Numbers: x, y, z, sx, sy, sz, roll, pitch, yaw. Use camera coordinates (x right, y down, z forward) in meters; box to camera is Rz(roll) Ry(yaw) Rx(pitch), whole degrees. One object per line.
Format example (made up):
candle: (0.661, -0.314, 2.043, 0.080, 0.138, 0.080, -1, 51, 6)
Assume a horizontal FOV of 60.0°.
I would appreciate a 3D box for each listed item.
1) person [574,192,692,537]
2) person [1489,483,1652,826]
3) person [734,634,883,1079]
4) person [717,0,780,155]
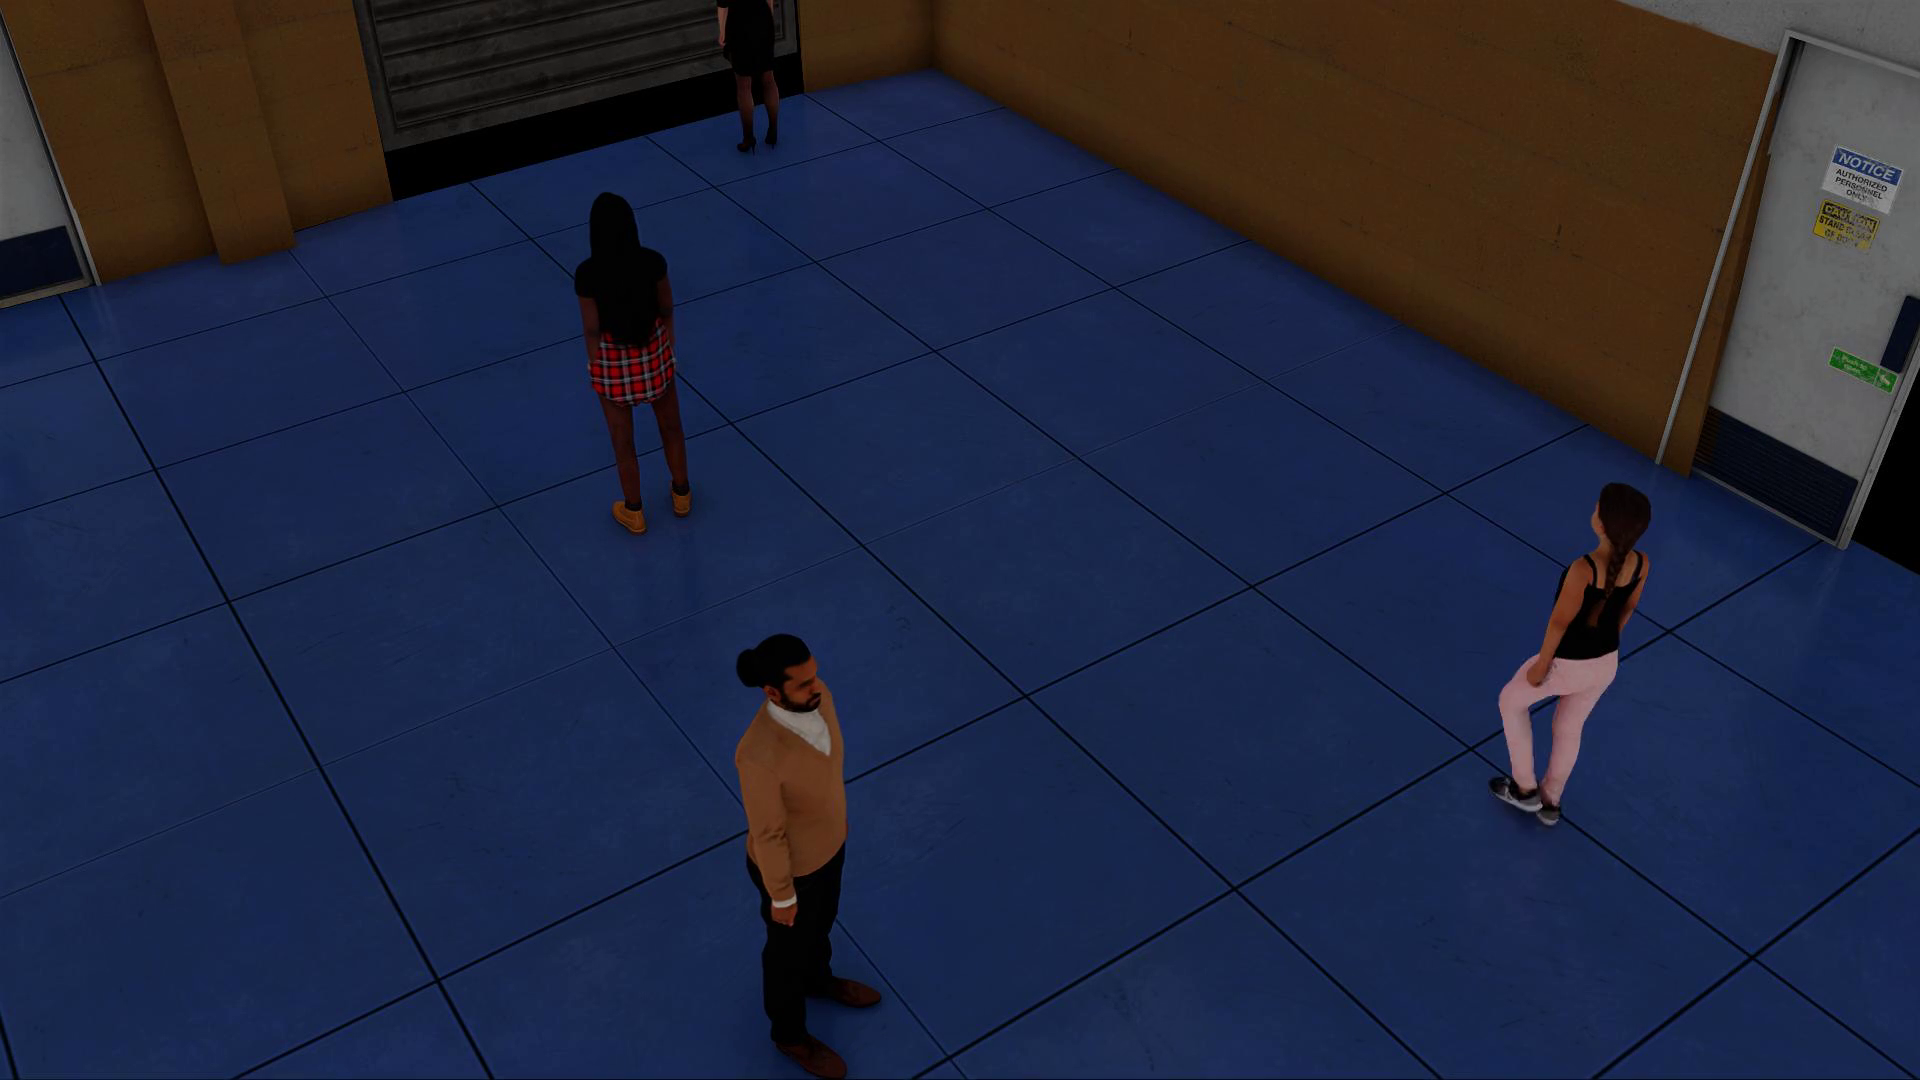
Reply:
person: (-1.533, -0.818, 7.799, 0.544, 1.727, 0.676, -20, 41, -24)
person: (2.324, 0.494, 6.196, 0.593, 1.553, 0.690, -9, 38, -11)
person: (-0.515, 0.998, 5.356, 0.817, 1.754, 0.730, 11, 38, 15)
person: (-1.435, -3.472, 11.337, 0.437, 1.707, 0.651, -21, 42, -25)
